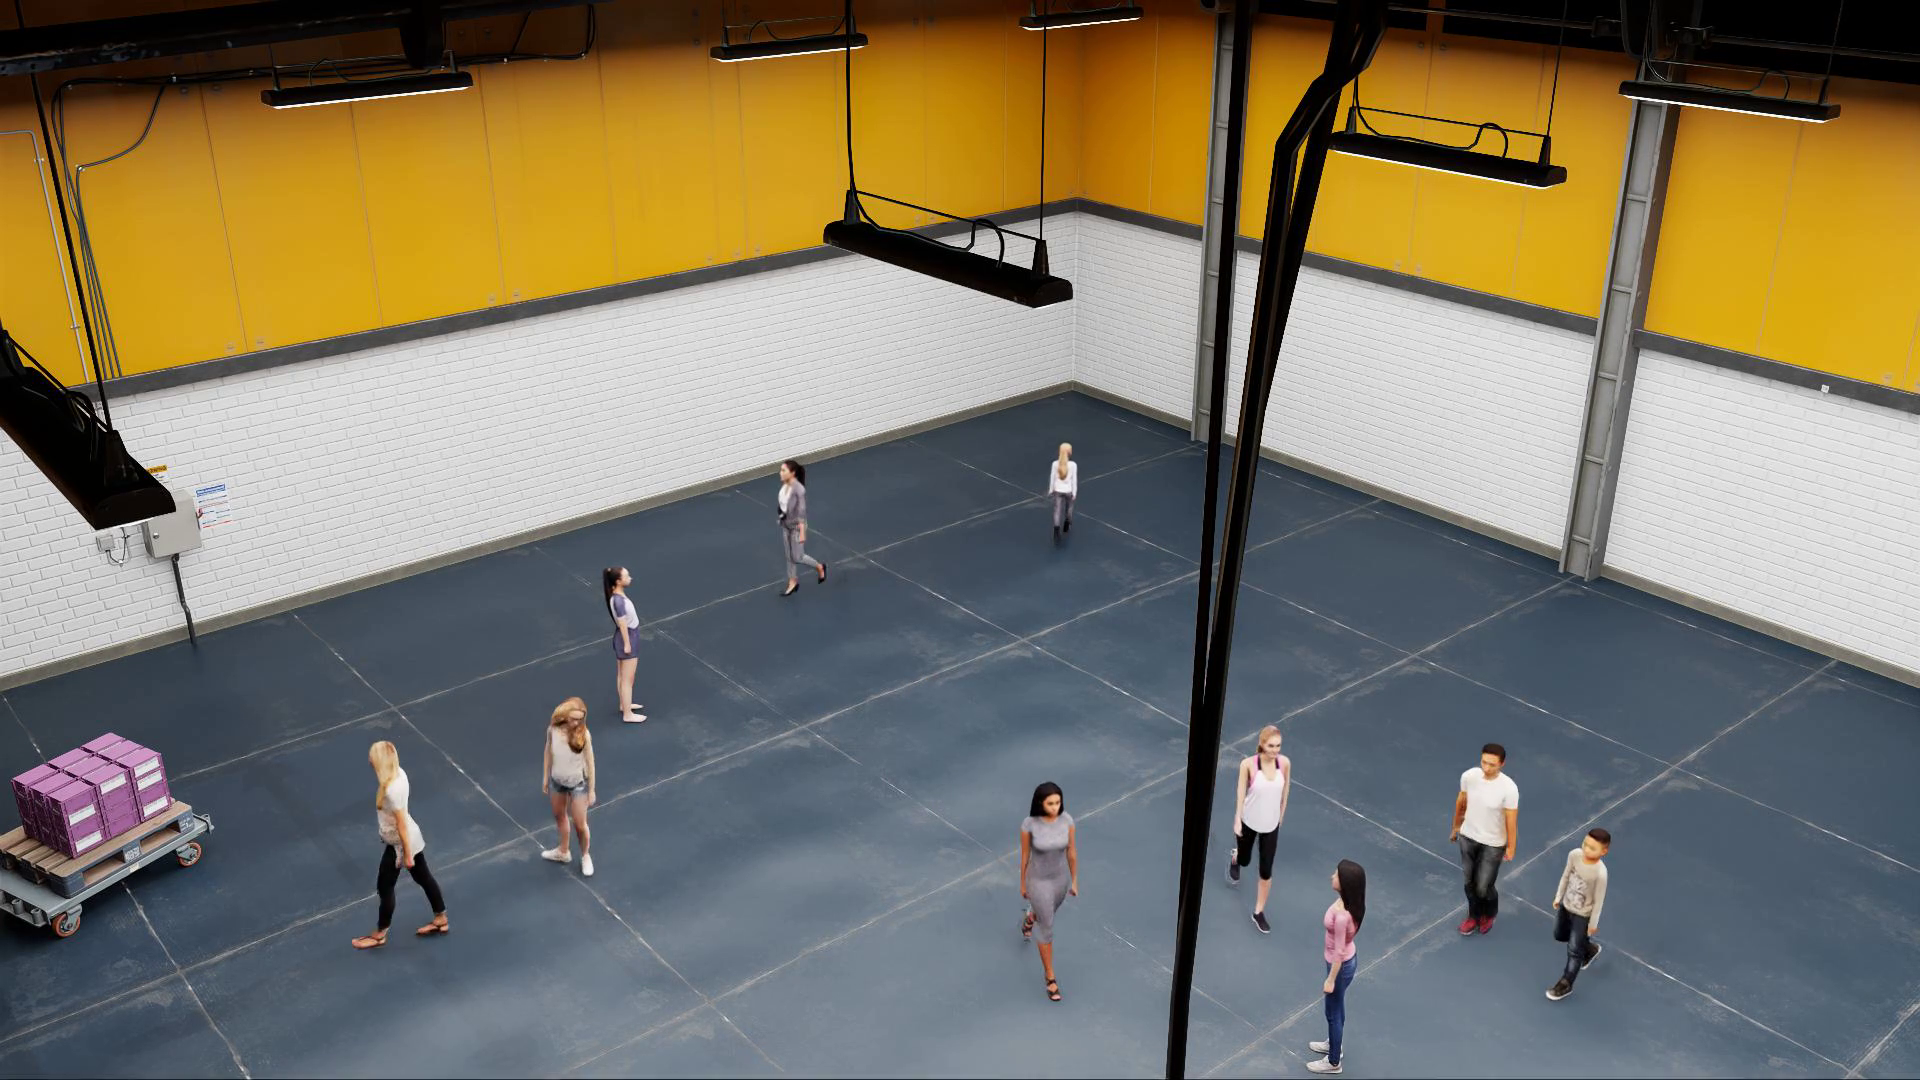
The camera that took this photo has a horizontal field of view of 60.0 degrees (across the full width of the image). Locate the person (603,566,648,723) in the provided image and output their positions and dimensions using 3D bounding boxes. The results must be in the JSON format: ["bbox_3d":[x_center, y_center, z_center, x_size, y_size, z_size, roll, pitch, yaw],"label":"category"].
[{"bbox_3d":[-3.346,1.016,16.534,0.723,1.650,0.585,-8,25,-17],"label":"person"}]

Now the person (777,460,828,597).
[{"bbox_3d":[-1.833,-0.143,19.167,0.727,1.666,0.783,-14,27,-30],"label":"person"}]

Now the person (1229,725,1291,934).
[{"bbox_3d":[2.397,2.262,13.543,0.985,1.763,1.142,-3,24,-6],"label":"person"}]

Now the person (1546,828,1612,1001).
[{"bbox_3d":[4.768,2.808,12.682,0.745,1.453,0.816,-10,26,-22],"label":"person"}]

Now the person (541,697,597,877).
[{"bbox_3d":[-3.306,2.063,14.057,0.673,1.717,0.925,16,28,32],"label":"person"}]

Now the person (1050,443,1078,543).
[{"bbox_3d":[1.270,-0.577,20.662,0.876,1.264,0.890,4,24,10],"label":"person"}]

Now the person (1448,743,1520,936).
[{"bbox_3d":[4.236,2.360,13.293,0.758,1.783,0.608,-21,31,-40],"label":"person"}]

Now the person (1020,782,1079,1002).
[{"bbox_3d":[0.632,2.604,12.783,0.903,1.746,1.199,-7,25,-16],"label":"person"}]

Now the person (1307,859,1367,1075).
[{"bbox_3d":[2.690,3.023,11.829,0.672,1.742,0.660,8,25,17],"label":"person"}]

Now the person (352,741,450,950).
[{"bbox_3d":[-4.322,2.393,13.195,0.958,1.802,1.016,-6,24,-14],"label":"person"}]
